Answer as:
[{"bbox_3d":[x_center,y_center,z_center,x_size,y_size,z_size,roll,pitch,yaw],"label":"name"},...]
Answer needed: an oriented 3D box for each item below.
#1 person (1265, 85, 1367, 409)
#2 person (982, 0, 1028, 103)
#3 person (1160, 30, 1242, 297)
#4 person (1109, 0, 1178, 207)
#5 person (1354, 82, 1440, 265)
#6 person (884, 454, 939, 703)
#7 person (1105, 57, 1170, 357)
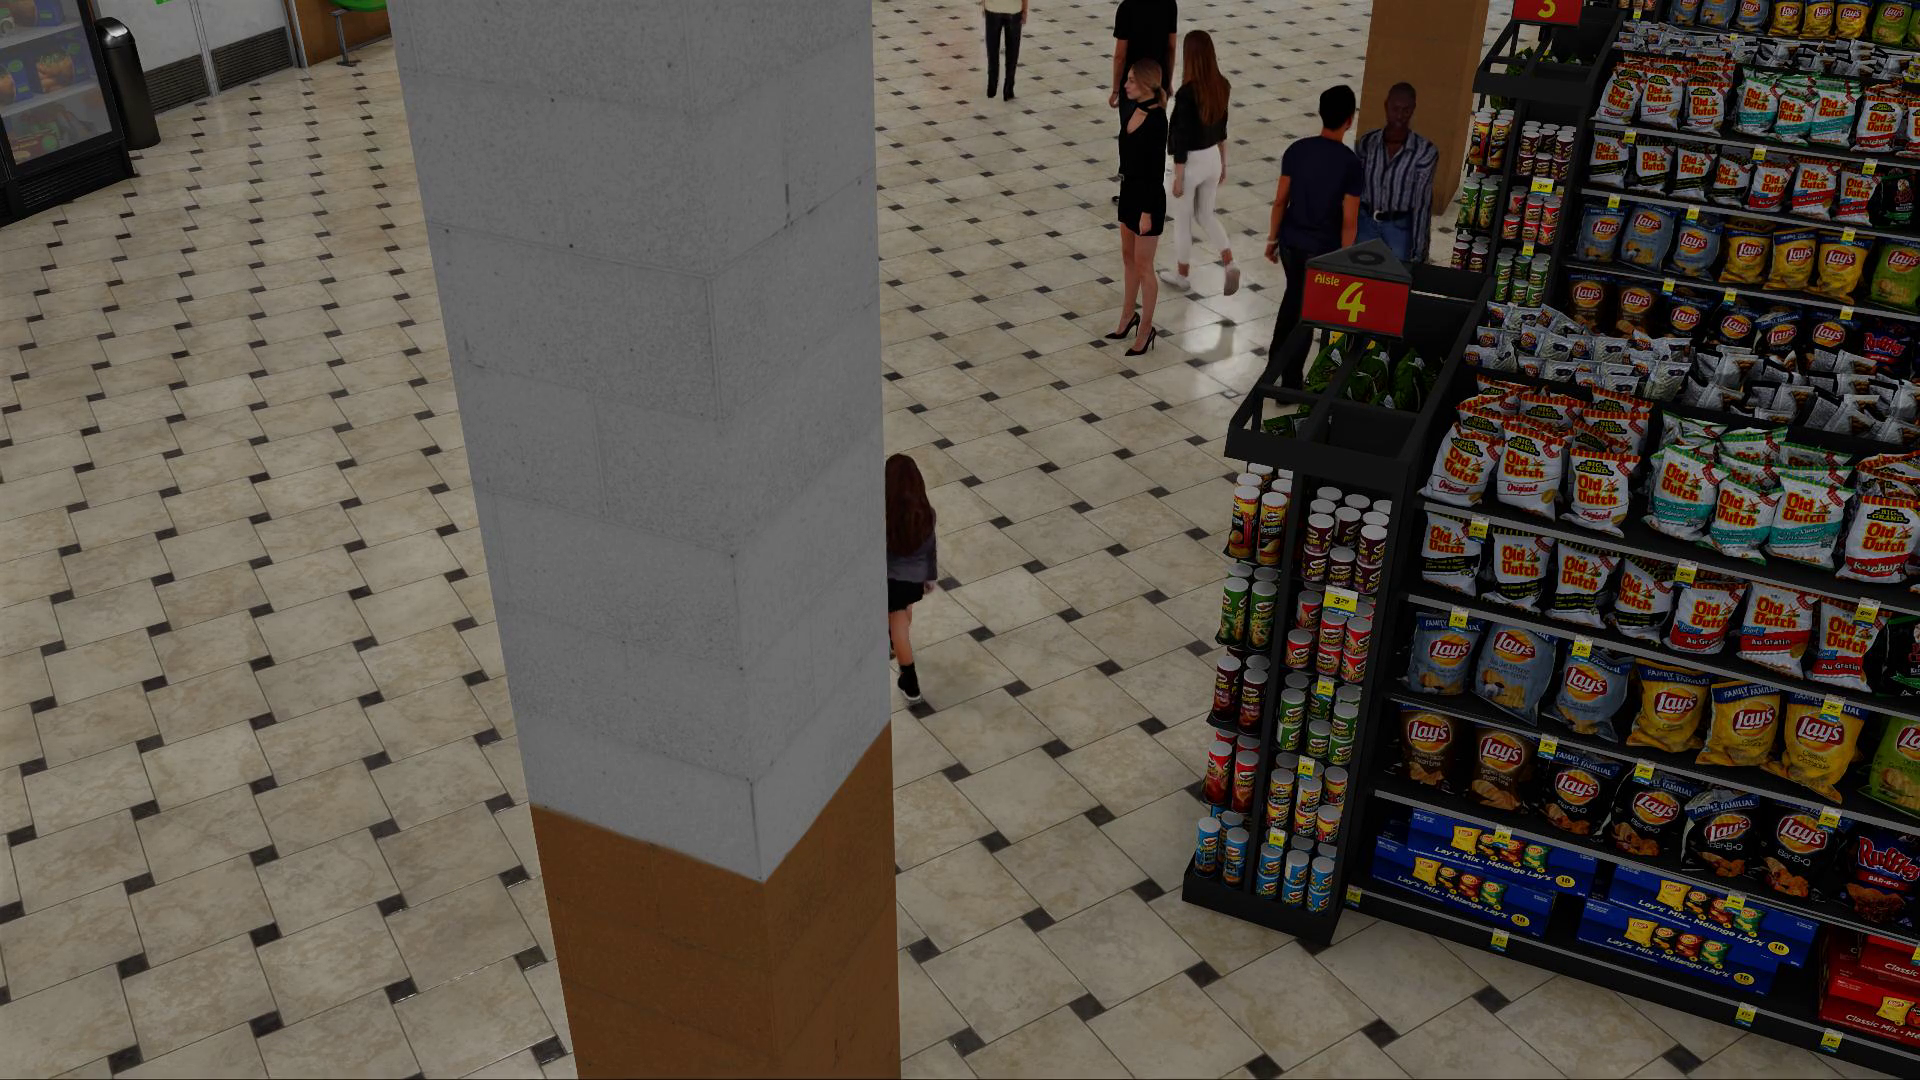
[{"bbox_3d":[1.893,-1.583,9.168,0.673,1.766,0.766,20,37,29],"label":"person"},{"bbox_3d":[0.360,-4.428,13.920,0.738,1.574,0.765,4,32,7],"label":"person"},{"bbox_3d":[1.532,-2.291,10.389,0.875,1.677,1.034,-21,38,-30],"label":"person"},{"bbox_3d":[1.305,-3.254,11.790,0.685,1.832,0.766,-8,33,-13],"label":"person"},{"bbox_3d":[2.404,-1.698,9.364,1.078,1.754,0.738,13,34,19],"label":"person"},{"bbox_3d":[-0.244,0.169,6.998,0.764,1.082,0.833,-11,34,-18],"label":"person"},{"bbox_3d":[1.055,-1.950,9.755,0.698,1.769,0.638,-11,34,-17],"label":"person"}]
